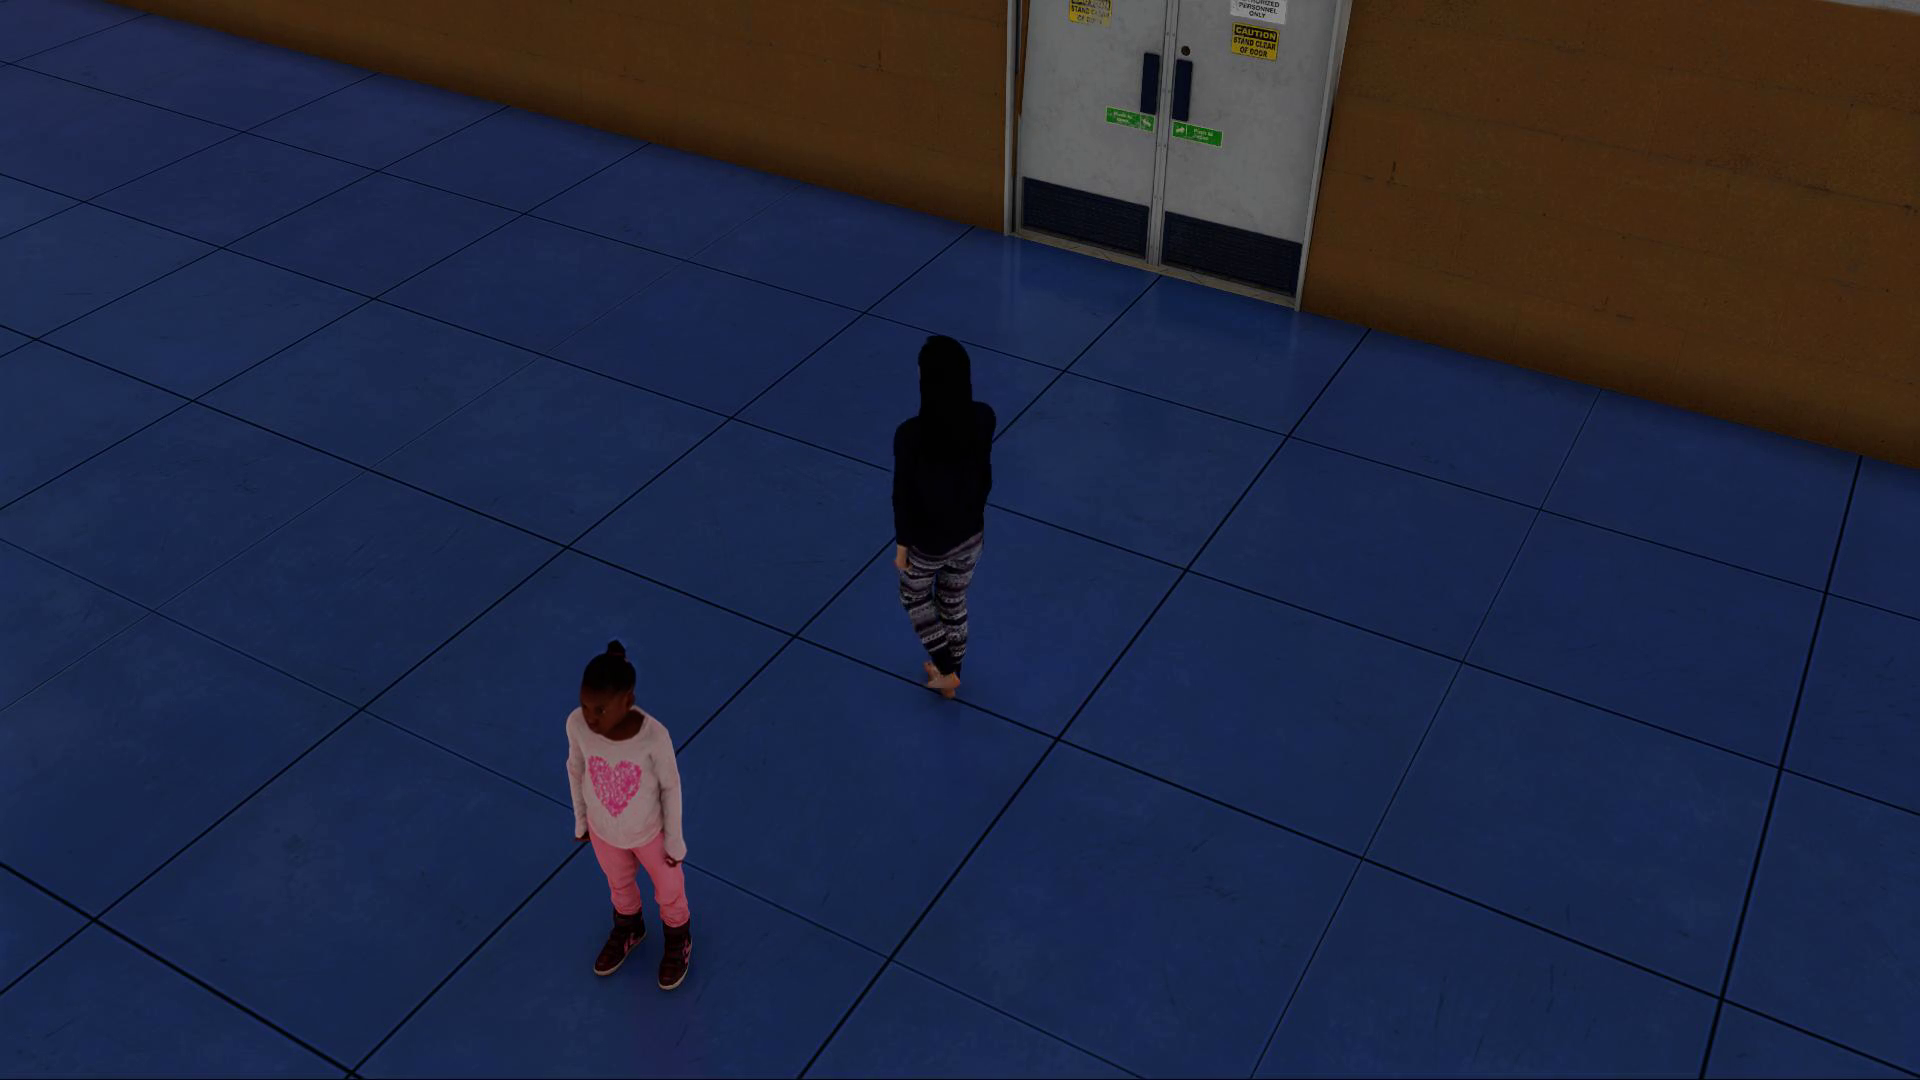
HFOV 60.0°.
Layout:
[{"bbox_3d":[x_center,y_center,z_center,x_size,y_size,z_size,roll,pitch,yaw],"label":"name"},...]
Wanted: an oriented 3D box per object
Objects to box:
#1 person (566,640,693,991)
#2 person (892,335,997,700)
[{"bbox_3d":[-1.118,0.935,5.643,0.601,1.444,0.562,9,38,12],"label":"person"},{"bbox_3d":[-0.031,-0.005,6.662,0.723,1.725,0.803,-18,40,-22],"label":"person"}]
